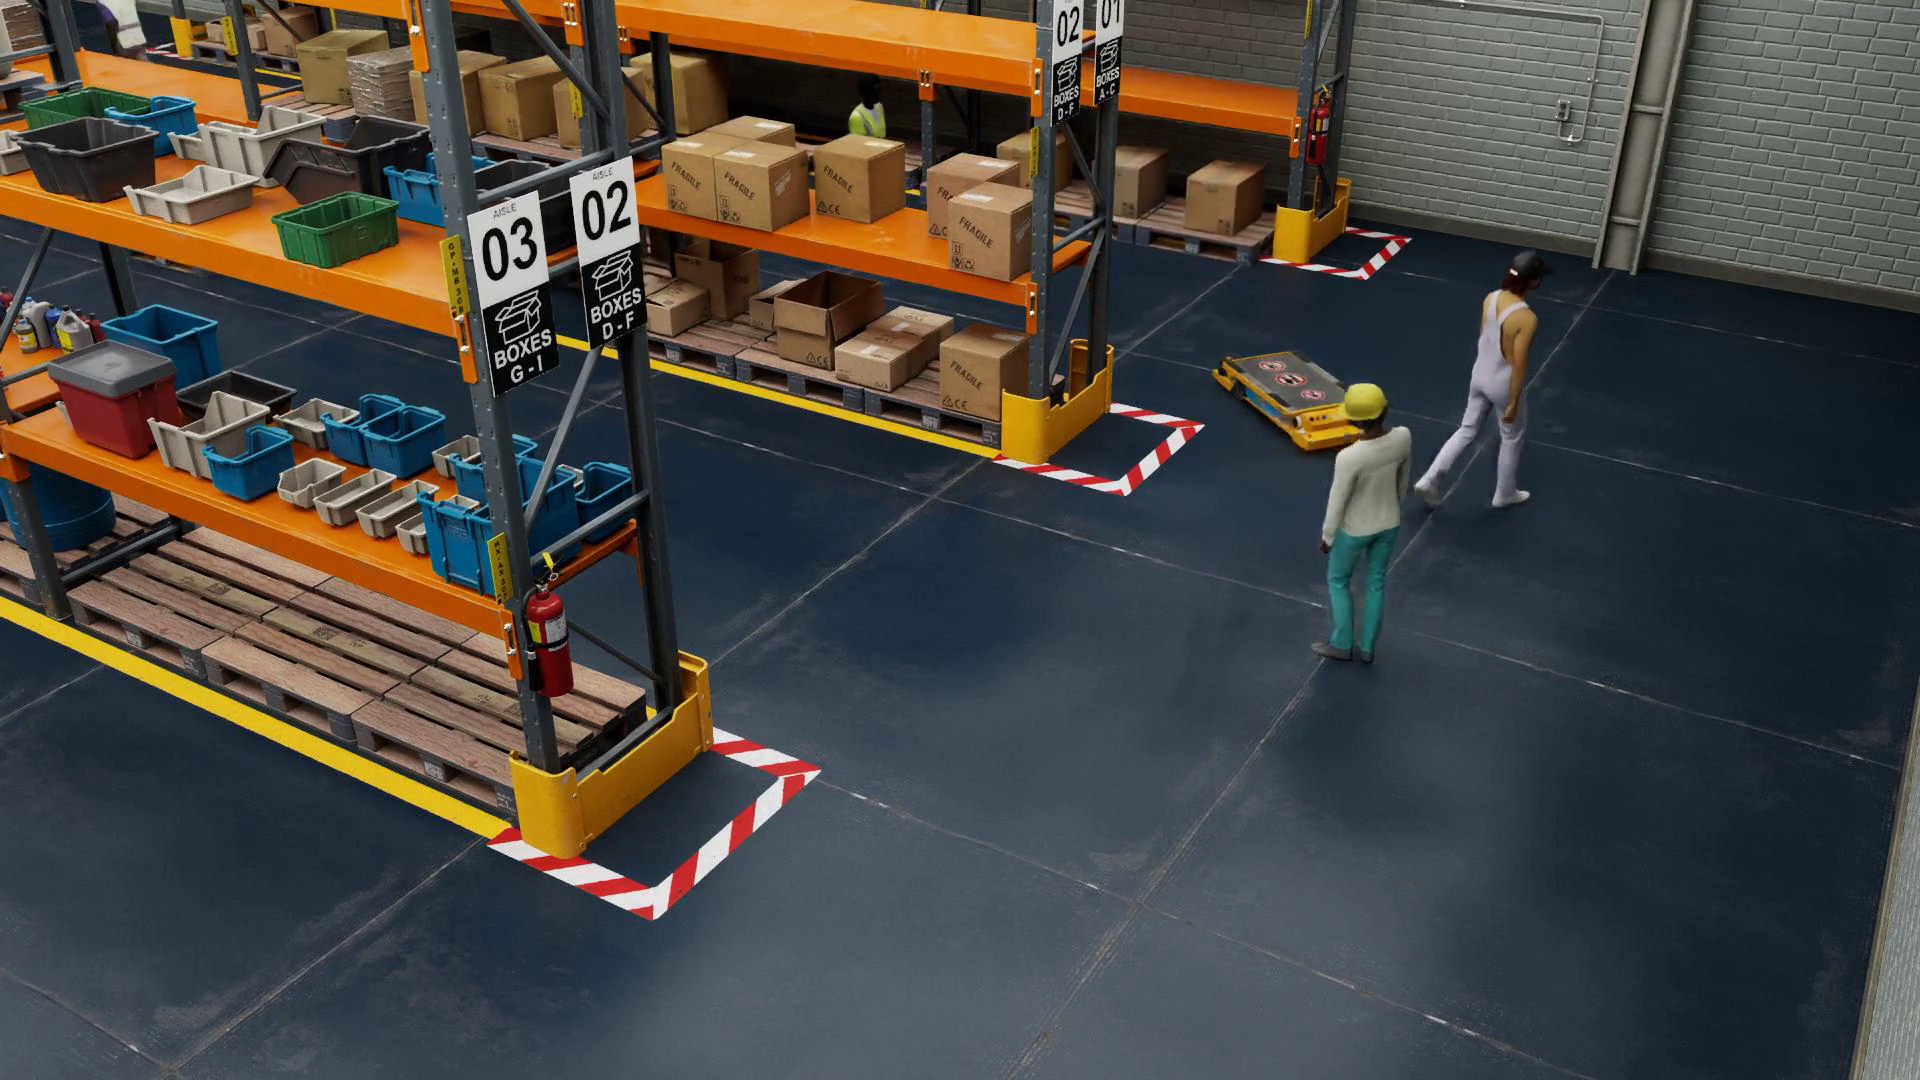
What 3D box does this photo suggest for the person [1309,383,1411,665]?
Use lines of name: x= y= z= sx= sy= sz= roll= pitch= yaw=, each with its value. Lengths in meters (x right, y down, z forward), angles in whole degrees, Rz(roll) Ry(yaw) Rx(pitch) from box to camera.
person: x=2.259 y=-0.068 z=9.272 sx=0.568 sy=1.731 sz=0.287 roll=-13 pitch=32 yaw=-21

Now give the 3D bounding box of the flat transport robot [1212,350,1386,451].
flat transport robot: x=2.543 y=-1.084 z=12.579 sx=0.659 sy=0.231 sz=1.431 roll=-11 pitch=31 yaw=-18

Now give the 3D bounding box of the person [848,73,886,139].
person: x=-0.773 y=-3.487 z=15.454 sx=0.845 sy=1.652 sz=0.554 roll=15 pitch=32 yaw=25

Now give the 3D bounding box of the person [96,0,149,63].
person: x=-9.701 y=-5.734 z=19.358 sx=0.937 sy=1.783 sz=0.578 roll=10 pitch=31 yaw=17

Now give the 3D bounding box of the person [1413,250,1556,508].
person: x=3.459 y=-1.011 z=10.842 sx=0.819 sy=1.833 sz=0.509 roll=-16 pitch=33 yaw=-26
